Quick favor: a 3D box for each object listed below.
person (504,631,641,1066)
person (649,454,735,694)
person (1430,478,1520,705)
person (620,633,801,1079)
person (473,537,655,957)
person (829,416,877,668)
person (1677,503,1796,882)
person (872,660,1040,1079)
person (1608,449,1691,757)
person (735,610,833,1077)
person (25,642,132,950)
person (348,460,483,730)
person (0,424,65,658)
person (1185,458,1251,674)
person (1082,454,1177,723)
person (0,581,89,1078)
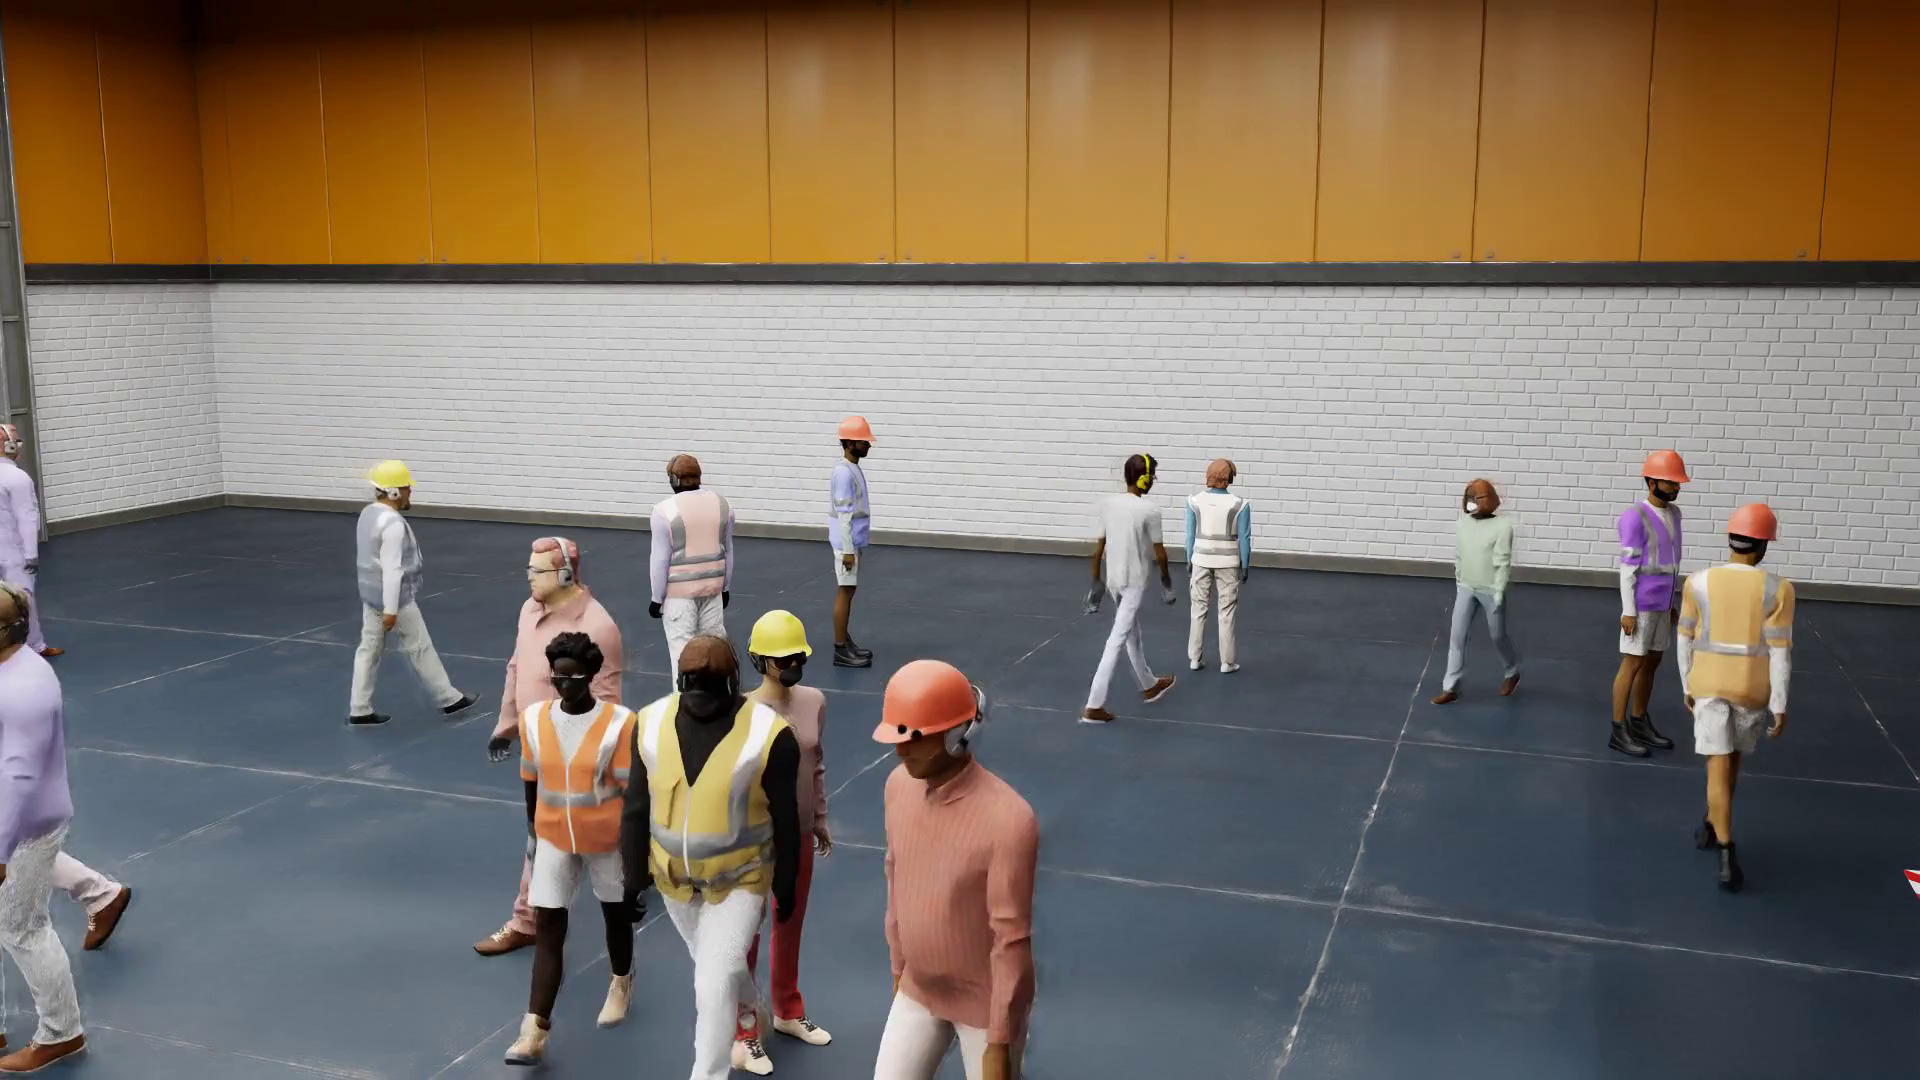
[{"bbox_3d":[-1.480,1.180,6.404,0.544,1.652,0.855,1,9,7],"label":"person"},{"bbox_3d":[-1.797,0.345,11.067,0.621,1.838,0.429,-8,12,-39],"label":"person"},{"bbox_3d":[3.711,0.353,11.758,0.821,1.599,0.507,-7,12,-38],"label":"person"},{"bbox_3d":[-0.865,1.185,6.013,0.627,1.801,0.951,3,10,17],"label":"person"},{"bbox_3d":[-1.787,0.889,7.639,1.003,1.863,0.655,-8,12,-39],"label":"person"},{"bbox_3d":[-0.820,0.008,12.839,0.378,1.936,0.548,0,9,3],"label":"person"},{"bbox_3d":[3.900,0.763,8.427,0.543,1.887,0.937,4,10,25],"label":"person"},{"bbox_3d":[-0.017,1.297,4.731,0.643,1.963,0.531,8,12,40],"label":"person"},{"bbox_3d":[4.367,0.390,10.468,0.551,1.934,0.373,-7,11,-36],"label":"person"},{"bbox_3d":[-0.692,1.134,6.383,0.326,1.769,0.524,8,12,41],"label":"person"},{"bbox_3d":[-4.150,0.946,7.248,0.779,1.873,0.663,-9,13,-44],"label":"person"},{"bbox_3d":[-3.711,0.354,11.142,0.914,1.787,0.598,-8,12,-40],"label":"person"},{"bbox_3d":[-7.315,0.057,12.716,0.650,1.882,0.820,5,10,29],"label":"person"},{"bbox_3d":[1.943,0.201,12.588,0.517,1.635,0.313,4,10,24],"label":"person"},{"bbox_3d":[1.178,0.317,11.343,1.047,1.802,0.501,-8,12,-42],"label":"person"},{"bbox_3d":[-3.635,1.099,6.150,0.684,1.910,0.654,-8,12,-42],"label":"person"}]
